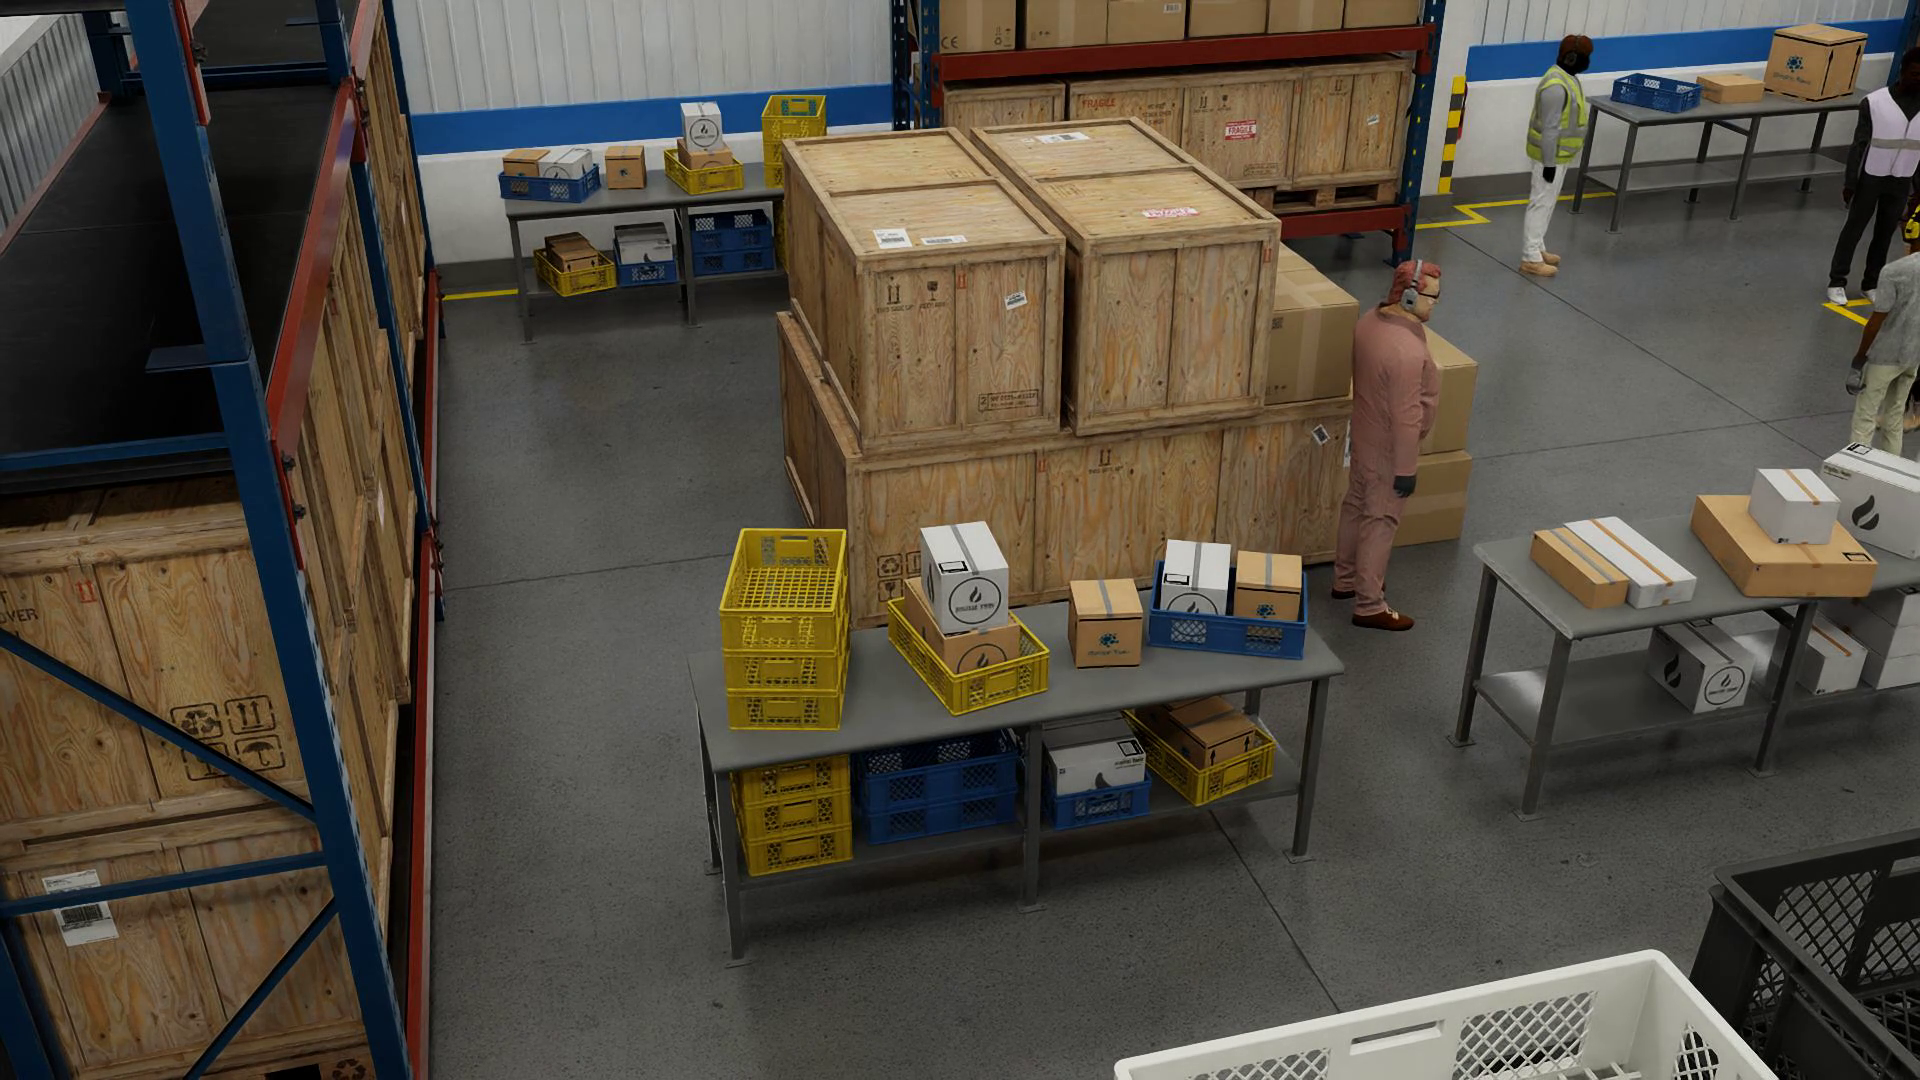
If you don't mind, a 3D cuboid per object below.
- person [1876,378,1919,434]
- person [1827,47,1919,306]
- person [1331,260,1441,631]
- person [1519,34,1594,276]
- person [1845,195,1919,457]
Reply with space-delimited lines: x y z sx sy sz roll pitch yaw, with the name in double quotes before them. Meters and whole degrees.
"person" 5.920 -1.428 10.224 0.372 1.681 0.553 3 29 5
"person" 6.808 -2.669 12.251 0.581 1.911 0.396 1 29 2
"person" 2.142 -0.472 8.270 0.405 1.903 0.636 -3 29 -6
"person" 4.616 -2.992 12.917 0.428 1.833 0.626 14 32 24
"person" 5.191 -1.004 9.284 0.501 1.860 0.327 -7 30 -13
